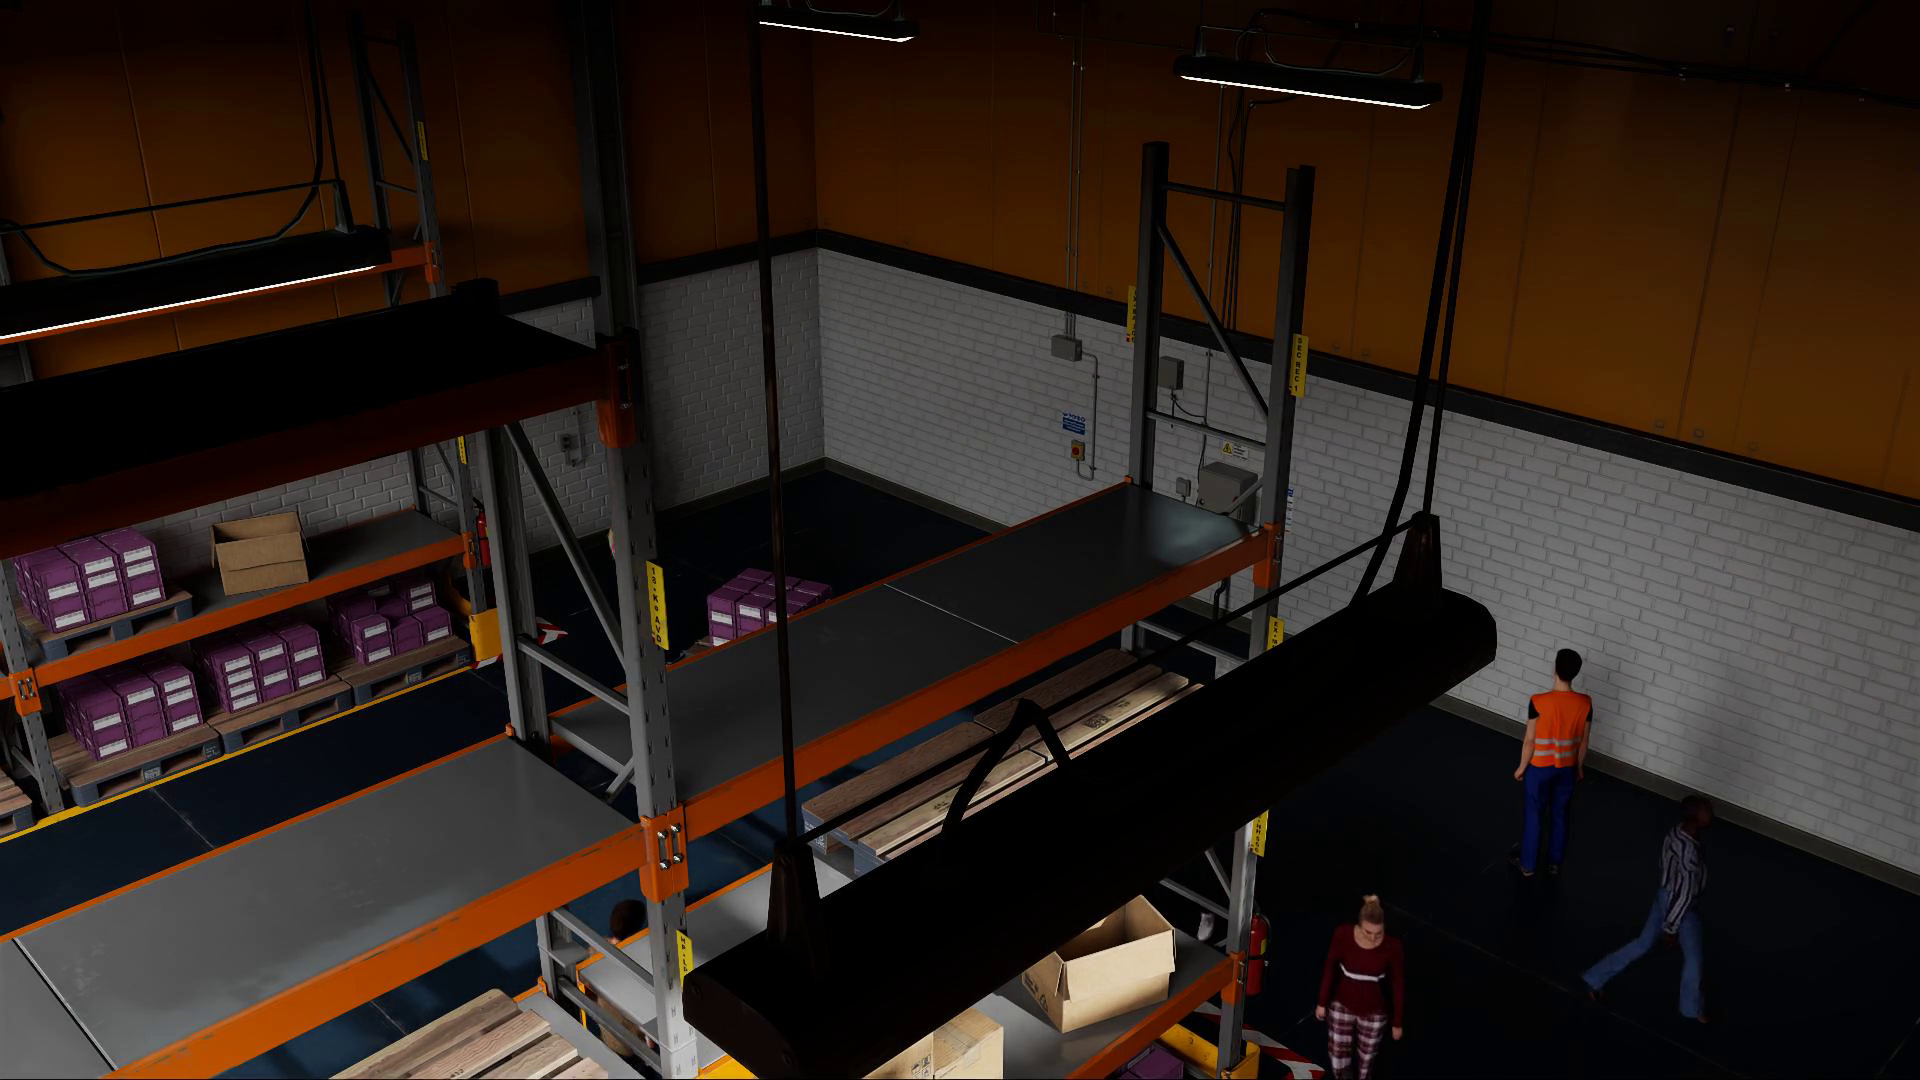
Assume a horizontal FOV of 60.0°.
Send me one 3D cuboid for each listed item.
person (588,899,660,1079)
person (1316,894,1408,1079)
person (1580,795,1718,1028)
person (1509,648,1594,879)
[{"bbox_3d":[-2.032,2.971,9.862,0.829,1.833,1.050,14,27,28],"label":"person"},{"bbox_3d":[2.470,2.847,10.325,0.835,1.689,0.871,4,24,8],"label":"person"},{"bbox_3d":[4.655,2.477,11.088,1.125,1.755,1.169,4,24,9],"label":"person"},{"bbox_3d":[4.512,1.714,12.673,0.791,1.884,0.858,-1,24,-2],"label":"person"}]
